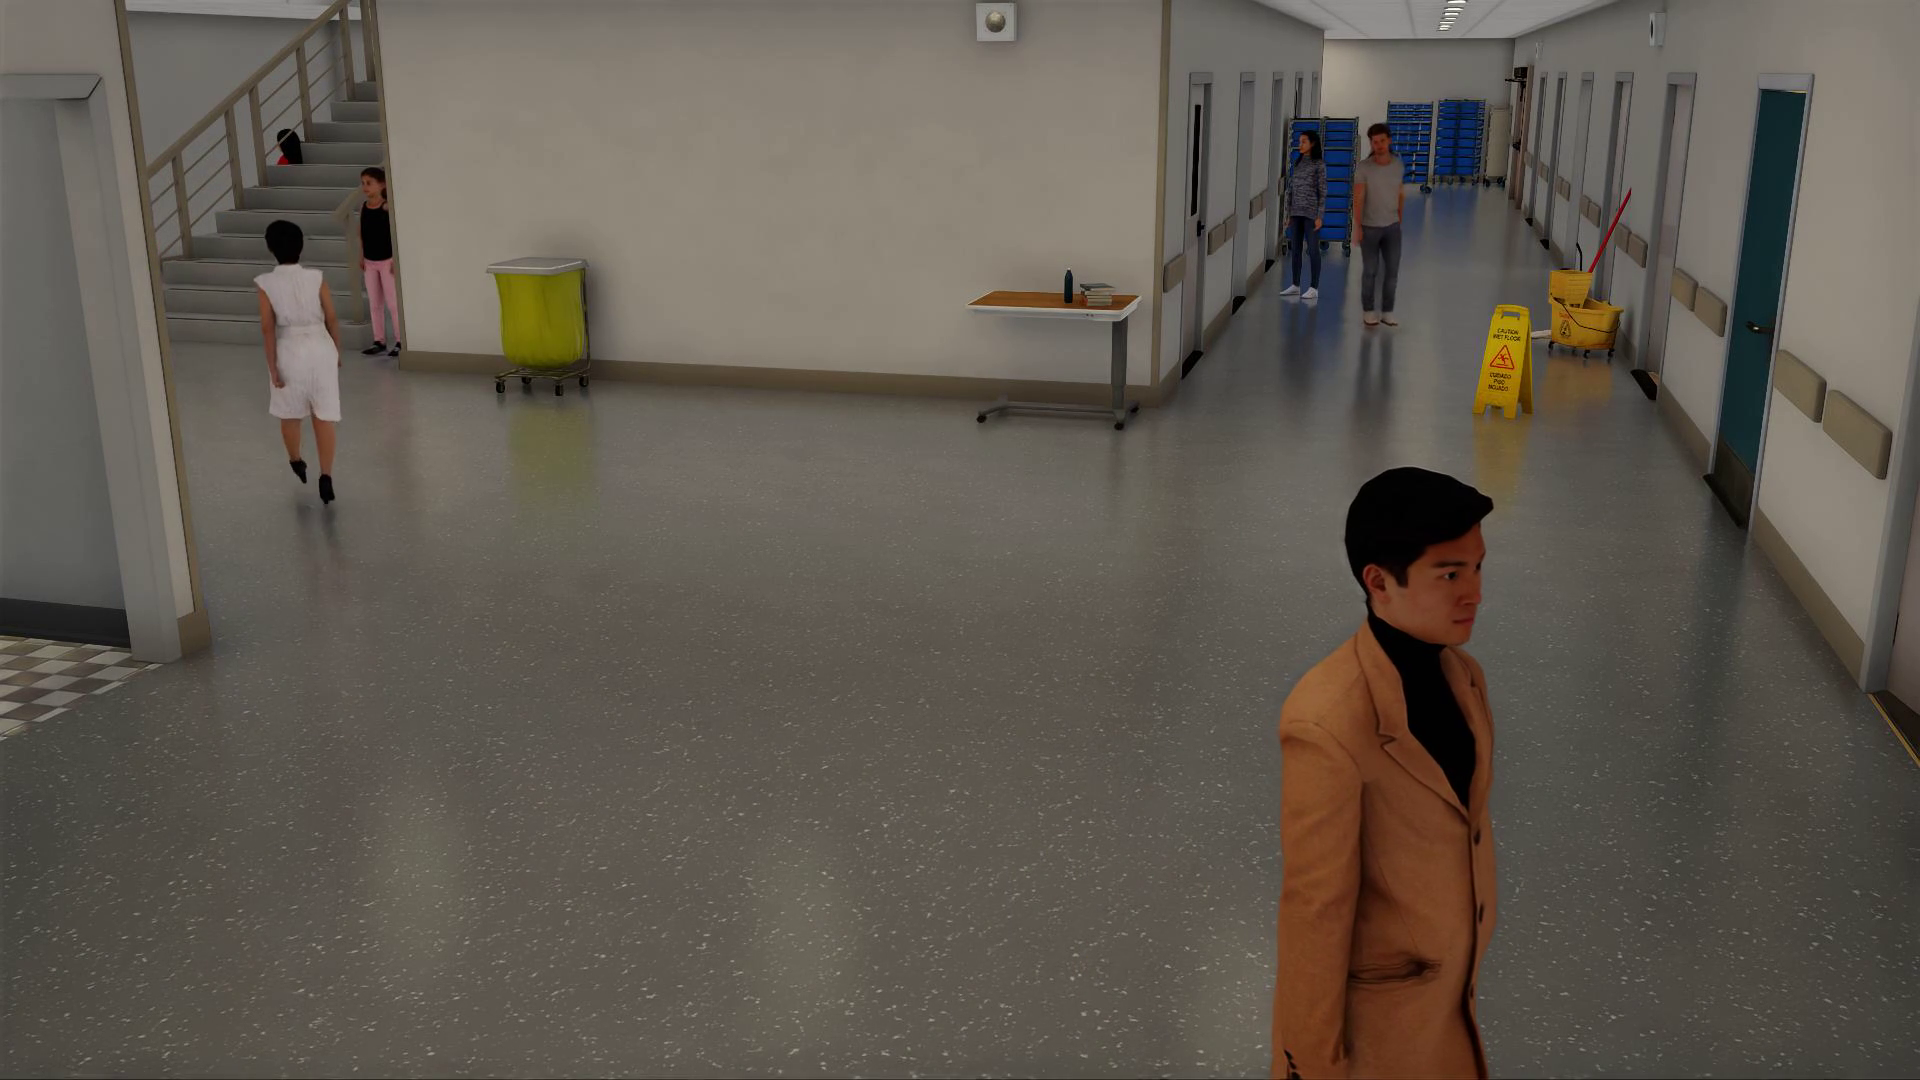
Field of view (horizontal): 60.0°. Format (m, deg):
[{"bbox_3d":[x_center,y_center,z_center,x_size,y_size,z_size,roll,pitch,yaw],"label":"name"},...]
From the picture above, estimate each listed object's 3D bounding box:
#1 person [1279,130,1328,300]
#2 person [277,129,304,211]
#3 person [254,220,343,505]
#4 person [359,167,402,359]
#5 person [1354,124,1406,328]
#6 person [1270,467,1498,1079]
[{"bbox_3d":[3.651,-3.431,17.512,0.724,1.731,0.694,-12,20,-36],"label":"person"},{"bbox_3d":[-6.906,-3.385,17.314,0.691,1.749,0.567,3,16,9],"label":"person"},{"bbox_3d":[-3.551,-0.929,9.044,0.917,1.511,1.053,-6,17,-21],"label":"person"},{"bbox_3d":[-4.805,-2.301,13.810,0.535,1.565,0.514,5,17,18],"label":"person"},{"bbox_3d":[3.869,-2.882,15.365,0.836,1.839,0.888,-4,16,-15],"label":"person"},{"bbox_3d":[0.683,0.713,2.742,0.823,1.726,0.721,14,21,41],"label":"person"}]
